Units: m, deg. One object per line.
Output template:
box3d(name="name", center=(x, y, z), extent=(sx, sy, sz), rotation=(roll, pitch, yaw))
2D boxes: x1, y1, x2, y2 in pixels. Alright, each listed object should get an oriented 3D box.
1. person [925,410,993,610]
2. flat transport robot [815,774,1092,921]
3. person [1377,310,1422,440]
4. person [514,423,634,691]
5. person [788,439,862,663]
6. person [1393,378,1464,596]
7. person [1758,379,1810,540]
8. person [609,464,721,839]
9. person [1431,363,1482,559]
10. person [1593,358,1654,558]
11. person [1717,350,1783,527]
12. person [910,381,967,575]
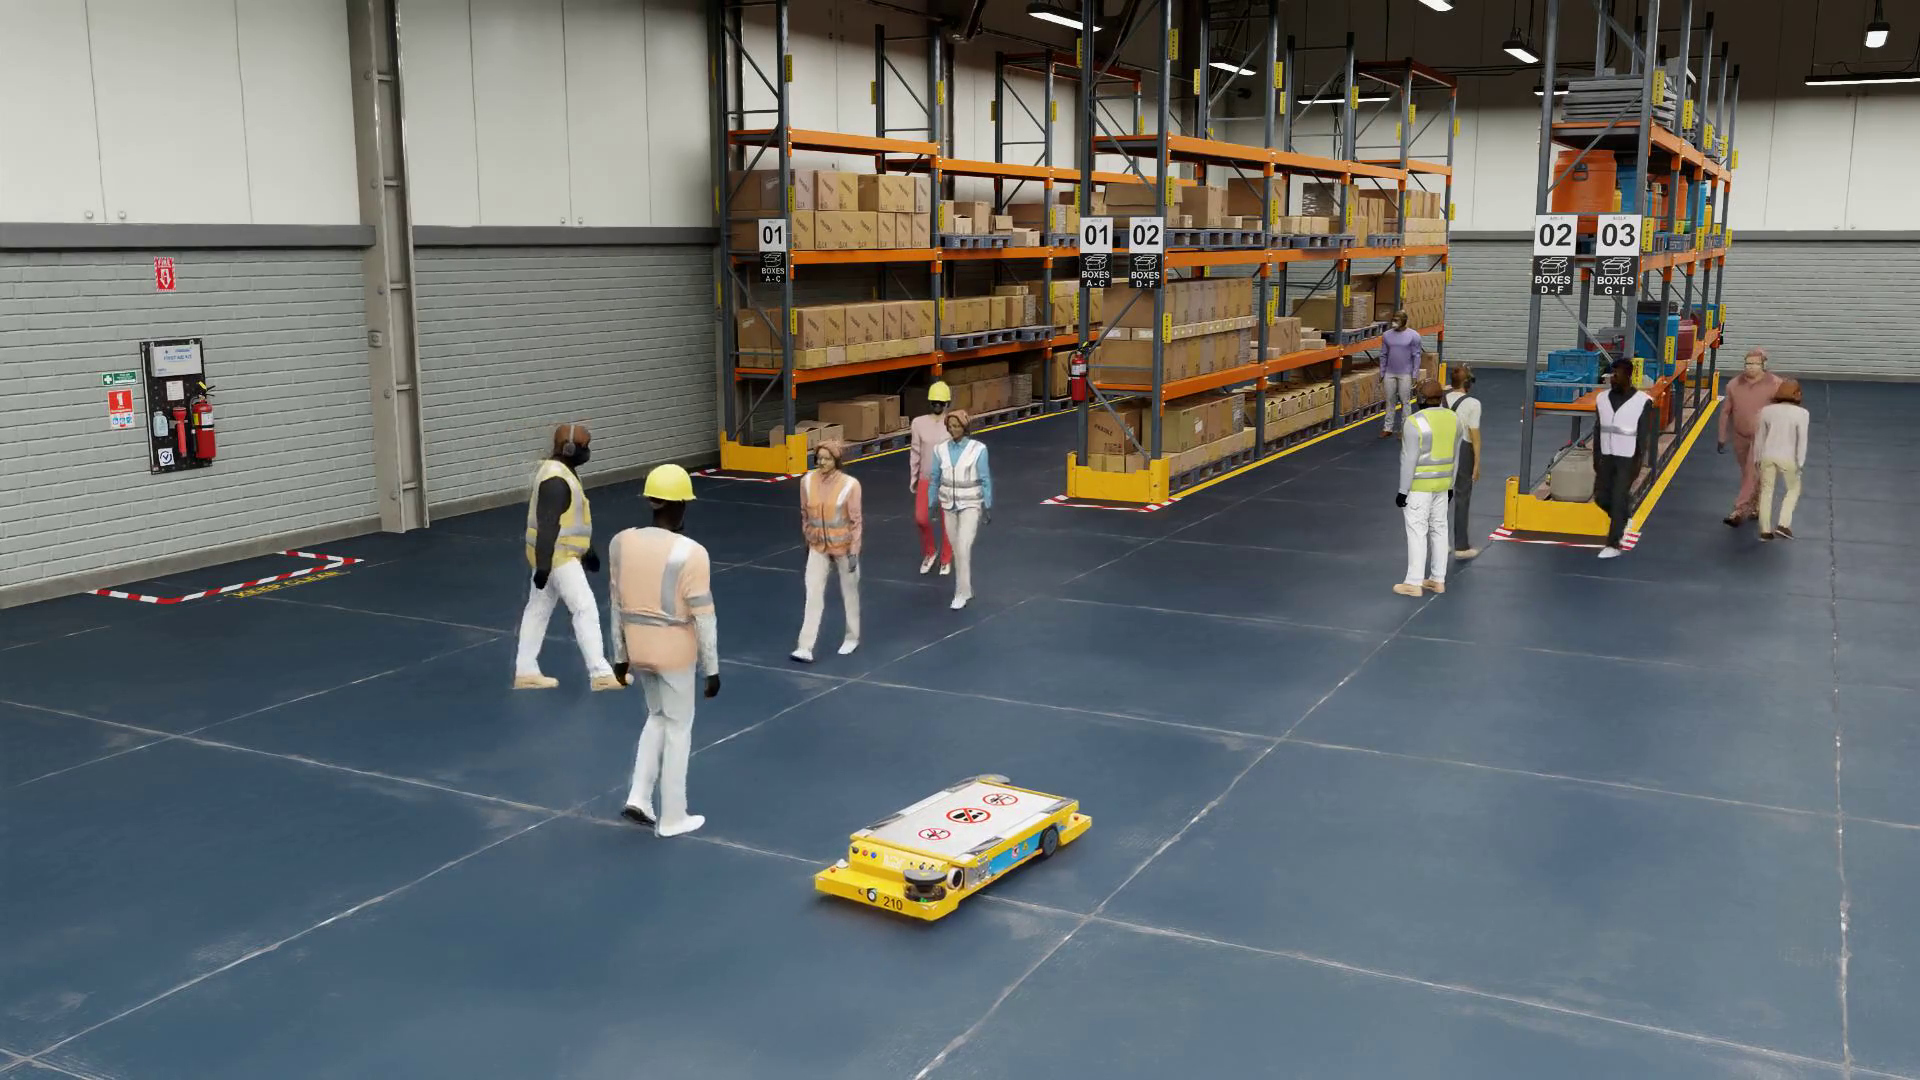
box3d(name="person", center=(-0.047, -0.241, 13.528), extent=(0.547, 1.613, 0.648), rotation=(6, 12, 29))
box3d(name="flat transport robot", center=(0.002, 1.446, 8.032), extent=(0.652, 0.197, 1.431), rotation=(7, 13, 33))
box3d(name="person", center=(6.533, -2.457, 24.770), extent=(0.635, 1.936, 0.353), rotation=(9, 14, 40))
box3d(name="person", center=(-2.599, 0.121, 11.109), extent=(0.920, 1.792, 0.624), rotation=(-3, 11, -14))
box3d(name="person", center=(-0.938, 0.086, 11.811), extent=(0.528, 1.593, 0.831), rotation=(4, 11, 22))
box3d(name="person", center=(3.932, -0.445, 14.065), extent=(0.635, 1.840, 0.429), rotation=(-6, 12, -29))
box3d(name="person", center=(8.167, -0.791, 16.555), extent=(0.399, 1.614, 0.517), rotation=(-9, 14, -40))
box3d(name="person", center=(-1.472, 0.566, 8.368), extent=(0.604, 1.906, 0.416), rotation=(6, 12, 29))
box3d(name="person", center=(4.679, -0.741, 15.668), extent=(0.328, 1.842, 0.516), rotation=(-8, 13, -38))
box3d(name="person", center=(6.283, -0.784, 15.762), extent=(0.578, 1.900, 0.595), rotation=(-8, 13, -36))
box3d(name="person", center=(8.347, -1.081, 17.528), extent=(1.027, 1.846, 0.645), rotation=(-8, 13, -37))
box3d(name="person", center=(-0.189, -0.541, 14.831), extent=(0.547, 1.747, 0.456), rotation=(2, 11, 12))
